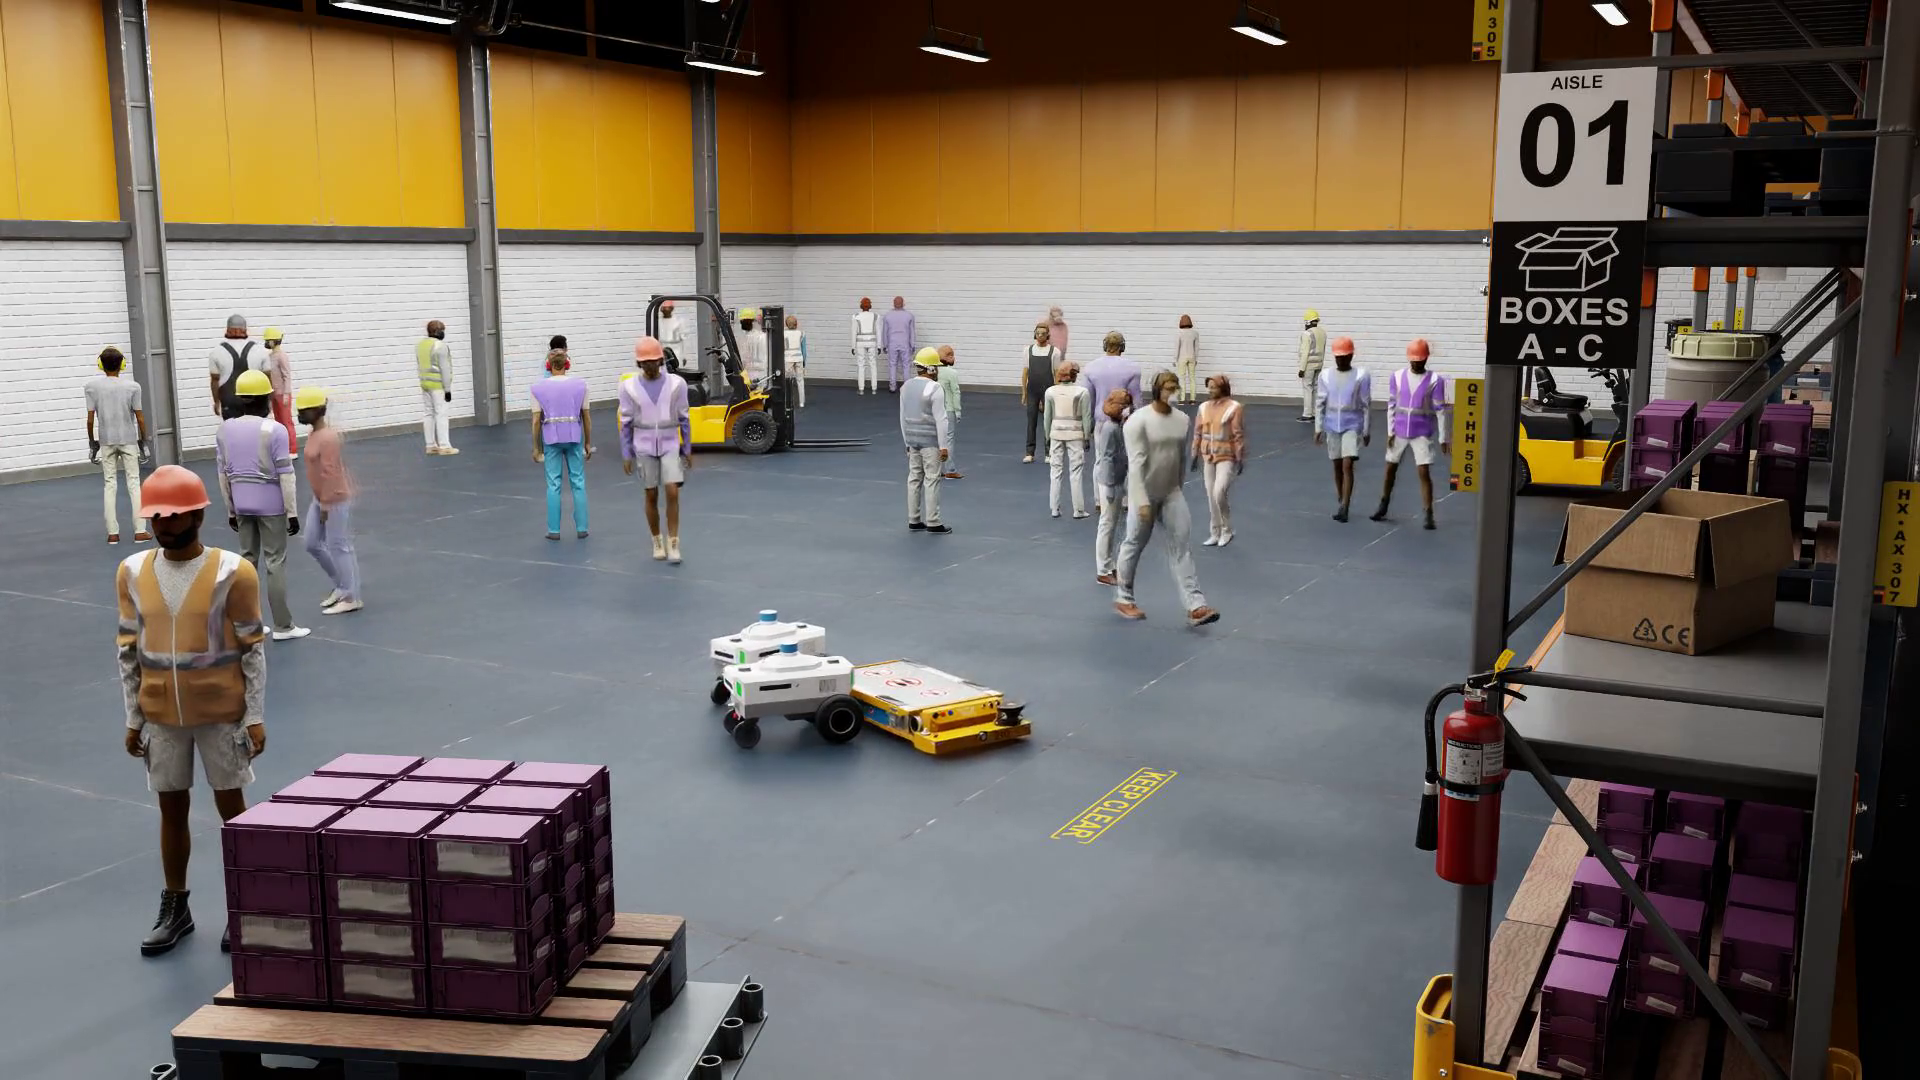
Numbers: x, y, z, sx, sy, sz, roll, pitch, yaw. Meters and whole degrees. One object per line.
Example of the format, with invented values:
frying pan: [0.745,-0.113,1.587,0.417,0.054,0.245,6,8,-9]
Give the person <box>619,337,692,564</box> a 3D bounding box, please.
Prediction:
person: [-2.672,-0.773,14.638,0.628,2.008,0.848,-2,10,-10]

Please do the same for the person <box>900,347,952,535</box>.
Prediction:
person: [-0.318,-0.965,16.264,0.404,1.830,0.602,-9,13,-42]

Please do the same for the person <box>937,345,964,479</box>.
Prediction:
person: [-0.181,-1.555,20.253,0.499,1.634,0.289,9,13,42]

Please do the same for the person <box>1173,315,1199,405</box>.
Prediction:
person: [4.087,-3.256,30.105,0.498,1.633,0.284,-3,10,-19]

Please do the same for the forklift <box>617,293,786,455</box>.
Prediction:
forklift: [-3.588,-2.317,23.042,2.313,2.155,1.214,-1,10,-5]

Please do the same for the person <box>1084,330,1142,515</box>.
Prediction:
person: [1.611,-1.225,17.472,0.630,1.938,0.372,4,11,21]

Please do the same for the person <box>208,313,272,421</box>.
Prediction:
person: [-8.701,-1.736,20.128,0.687,2.000,0.629,-5,11,-27]

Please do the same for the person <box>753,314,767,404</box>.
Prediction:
person: [-2.801,-2.400,24.469,0.550,1.862,0.590,-1,10,-4]

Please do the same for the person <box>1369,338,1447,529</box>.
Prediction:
person: [4.522,-1.079,16.755,0.783,1.899,0.577,6,11,30]

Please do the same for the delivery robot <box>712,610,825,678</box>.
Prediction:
delivery robot: [-1.171,0.674,10.200,0.477,0.478,0.707,9,14,43]

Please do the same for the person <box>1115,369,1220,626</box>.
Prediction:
person: [1.497,-0.292,12.201,0.638,1.887,1.025,-6,11,-31]

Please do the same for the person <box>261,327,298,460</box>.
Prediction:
person: [-9.033,-1.928,22.028,0.329,1.767,0.529,-9,13,-42]

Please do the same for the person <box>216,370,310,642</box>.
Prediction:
person: [-4.943,-0.237,11.769,0.588,1.930,0.364,2,10,14]

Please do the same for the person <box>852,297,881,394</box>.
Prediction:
person: [-1.823,-3.772,32.365,0.585,1.882,0.340,-2,10,-12]

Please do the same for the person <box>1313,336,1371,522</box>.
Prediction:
person: [3.896,-1.134,17.066,0.550,1.895,0.902,5,11,29]

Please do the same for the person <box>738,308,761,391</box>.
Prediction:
person: [-3.260,-2.699,26.174,0.977,1.883,0.607,-3,10,-18]

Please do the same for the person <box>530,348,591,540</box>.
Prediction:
person: [-3.808,-0.908,15.920,0.564,1.838,0.390,-4,11,-22]

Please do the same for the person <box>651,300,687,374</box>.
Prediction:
person: [-5.029,-3.159,28.483,0.618,1.999,0.995,2,10,11]

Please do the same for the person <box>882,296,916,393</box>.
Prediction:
person: [-1.194,-3.833,32.660,0.652,1.904,0.402,0,10,-1]

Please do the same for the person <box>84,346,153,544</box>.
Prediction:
person: [-7.965,-0.892,15.743,0.537,1.867,0.314,-3,10,-16]

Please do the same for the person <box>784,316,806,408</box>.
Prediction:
person: [-2.960,-3.146,29.443,0.513,1.642,0.311,-5,11,-26]

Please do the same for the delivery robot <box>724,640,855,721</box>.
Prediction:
delivery robot: [-0.967,0.811,9.406,0.707,0.478,0.477,-4,11,-20]

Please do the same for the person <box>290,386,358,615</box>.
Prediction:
person: [-4.830,-0.296,12.643,0.406,1.749,0.557,-8,12,-38]

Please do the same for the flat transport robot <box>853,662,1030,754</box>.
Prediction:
flat transport robot: [-0.276,0.943,9.736,0.652,0.197,1.431,-7,12,-34]

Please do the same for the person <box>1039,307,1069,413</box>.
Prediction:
person: [1.602,-3.014,28.137,0.656,1.831,1.002,-5,11,-29]

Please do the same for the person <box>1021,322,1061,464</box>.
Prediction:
person: [1.053,-1.912,21.707,0.508,1.847,0.345,2,10,12]

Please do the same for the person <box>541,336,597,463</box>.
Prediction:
person: [-5.172,-1.847,21.871,0.814,1.657,0.542,-4,11,-23]

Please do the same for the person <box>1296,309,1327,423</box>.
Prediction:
person: [5.690,-2.823,27.019,0.602,1.830,0.404,-10,14,-44]

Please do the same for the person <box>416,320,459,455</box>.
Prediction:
person: [-7.144,-2.074,22.715,0.631,1.834,0.433,7,12,37]

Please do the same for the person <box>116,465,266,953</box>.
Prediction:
person: [-3.006,0.665,6.518,0.545,1.939,0.373,-1,10,-4]

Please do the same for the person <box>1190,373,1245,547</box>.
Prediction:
person: [2.386,-0.738,15.530,0.405,1.624,0.550,-9,13,-41]

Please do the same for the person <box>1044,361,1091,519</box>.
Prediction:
person: [1.110,-1.034,17.230,0.515,1.636,0.314,5,11,25]

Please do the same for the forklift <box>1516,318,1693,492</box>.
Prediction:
forklift: [7.066,-1.601,18.899,2.313,2.155,1.214,5,11,27]

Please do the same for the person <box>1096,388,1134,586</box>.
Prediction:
person: [1.290,-0.446,13.840,0.285,1.631,0.501,3,10,17]
